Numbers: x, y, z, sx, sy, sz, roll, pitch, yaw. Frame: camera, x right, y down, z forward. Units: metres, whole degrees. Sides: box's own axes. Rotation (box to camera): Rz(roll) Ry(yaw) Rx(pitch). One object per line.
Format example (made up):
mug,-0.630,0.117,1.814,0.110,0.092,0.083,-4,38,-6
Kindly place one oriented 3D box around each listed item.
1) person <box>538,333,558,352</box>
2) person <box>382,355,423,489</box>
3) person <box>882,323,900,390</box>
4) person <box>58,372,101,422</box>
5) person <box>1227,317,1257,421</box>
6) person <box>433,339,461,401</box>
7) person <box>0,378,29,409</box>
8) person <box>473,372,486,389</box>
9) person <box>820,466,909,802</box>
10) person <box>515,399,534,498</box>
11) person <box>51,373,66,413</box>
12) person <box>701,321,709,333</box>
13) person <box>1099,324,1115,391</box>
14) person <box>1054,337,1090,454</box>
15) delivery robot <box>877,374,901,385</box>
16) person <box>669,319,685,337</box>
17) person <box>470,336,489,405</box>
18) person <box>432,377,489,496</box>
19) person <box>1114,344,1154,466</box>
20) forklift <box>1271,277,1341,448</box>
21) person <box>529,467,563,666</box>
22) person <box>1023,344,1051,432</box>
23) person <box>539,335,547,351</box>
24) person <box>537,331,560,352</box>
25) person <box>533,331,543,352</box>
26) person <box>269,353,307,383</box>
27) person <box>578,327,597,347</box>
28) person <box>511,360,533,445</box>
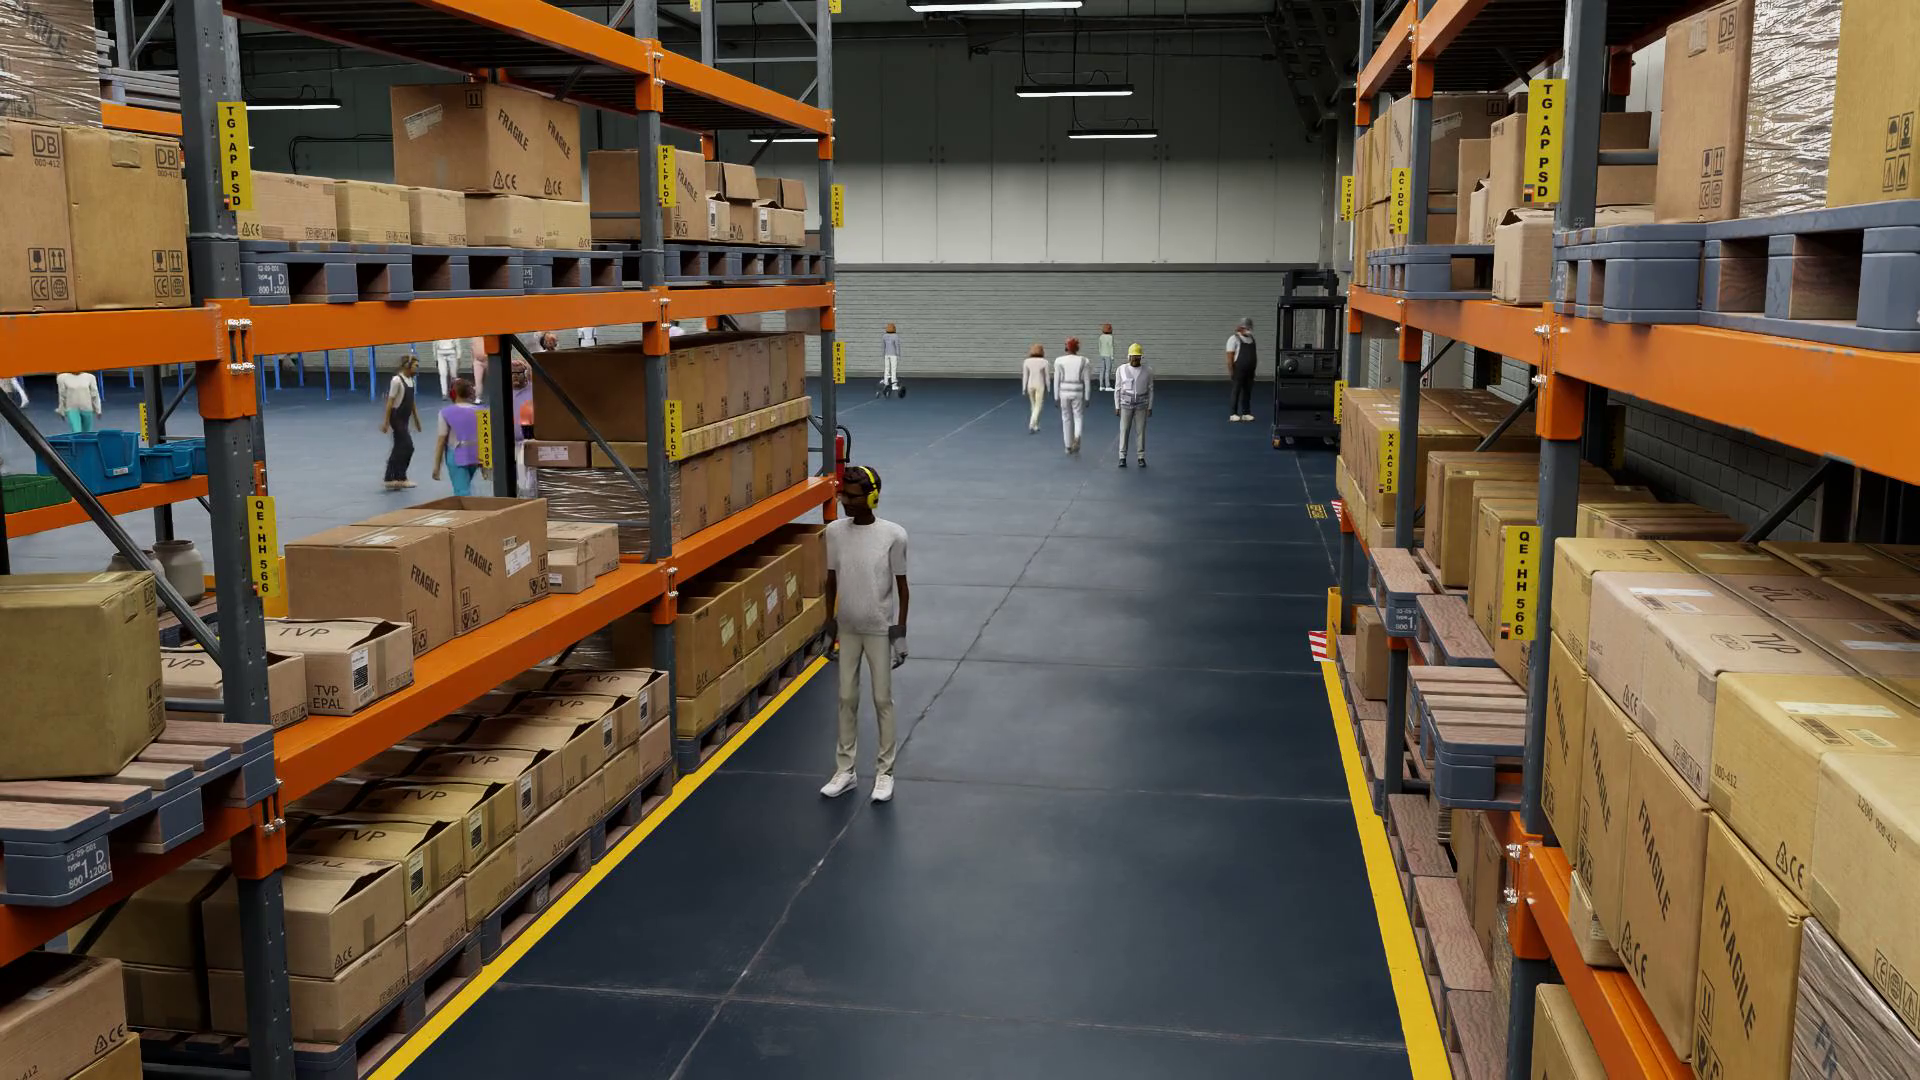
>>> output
person,-6.821,-2.502,27.741,0.616,1.875,0.446,0,9,2
person,-7.500,-1.577,22.285,0.570,1.795,0.536,0,9,1
person,-1.687,-4.506,40.856,0.507,1.633,0.274,6,11,35
person,-13.074,-1.935,24.693,0.532,1.736,0.808,-7,12,-38
person,5.550,-3.323,32.446,0.699,2.000,0.537,-6,11,-32
person,-11.662,-4.156,37.826,0.611,1.923,0.792,-2,9,-11
person,-20.130,-3.682,35.170,0.887,1.840,0.526,4,10,21
person,-11.729,-4.551,41.004,0.614,1.674,0.536,0,9,-2
person,-0.525,0.516,9.198,0.513,1.859,0.331,3,10,20
person,-3.308,-0.191,13.388,0.552,1.915,0.682,7,12,38
person,-18.395,-3.534,34.278,0.691,1.826,0.650,4,10,23
person,-5.212,-3.630,34.726,0.637,1.878,0.913,3,10,16
person,3.581,-4.448,40.502,0.278,1.632,0.507,-6,11,-33
person,1.780,-2.296,26.522,0.581,1.865,0.618,0,9,2
delivery robot,-1.637,-3.723,38.389,0.335,0.223,0.698,6,11,32
person,-6.949,-4.541,40.287,0.599,1.898,0.806,3,10,20
person,-10.517,-3.965,36.853,0.646,1.865,0.955,0,9,1
person,-5.199,-0.807,17.512,0.908,1.811,0.573,5,11,31
person,2.607,-2.021,24.921,0.589,1.833,0.404,0,9,0
forklift,5.847,-3.016,27.970,1.129,2.768,1.873,1,9,9
person,-2.868,-0.077,12.344,0.613,2.025,0.681,3,10,16
person,1.372,-2.761,30.201,0.509,1.609,0.746,4,10,24
person,-7.956,-3.081,31.882,0.449,1.686,0.548,-7,11,-35
person,-8.945,-3.750,36.215,0.540,1.614,0.674,-2,9,-12
person,-10.751,-4.823,42.403,0.317,1.769,0.522,-3,10,-20
person,-17.614,-5.060,43.534,1.018,1.890,0.542,1,9,6
person,-10.219,-5.312,45.637,0.540,1.695,0.318,-5,11,-29
person,-5.036,-1.106,19.051,0.650,1.906,0.401,-1,9,-9
